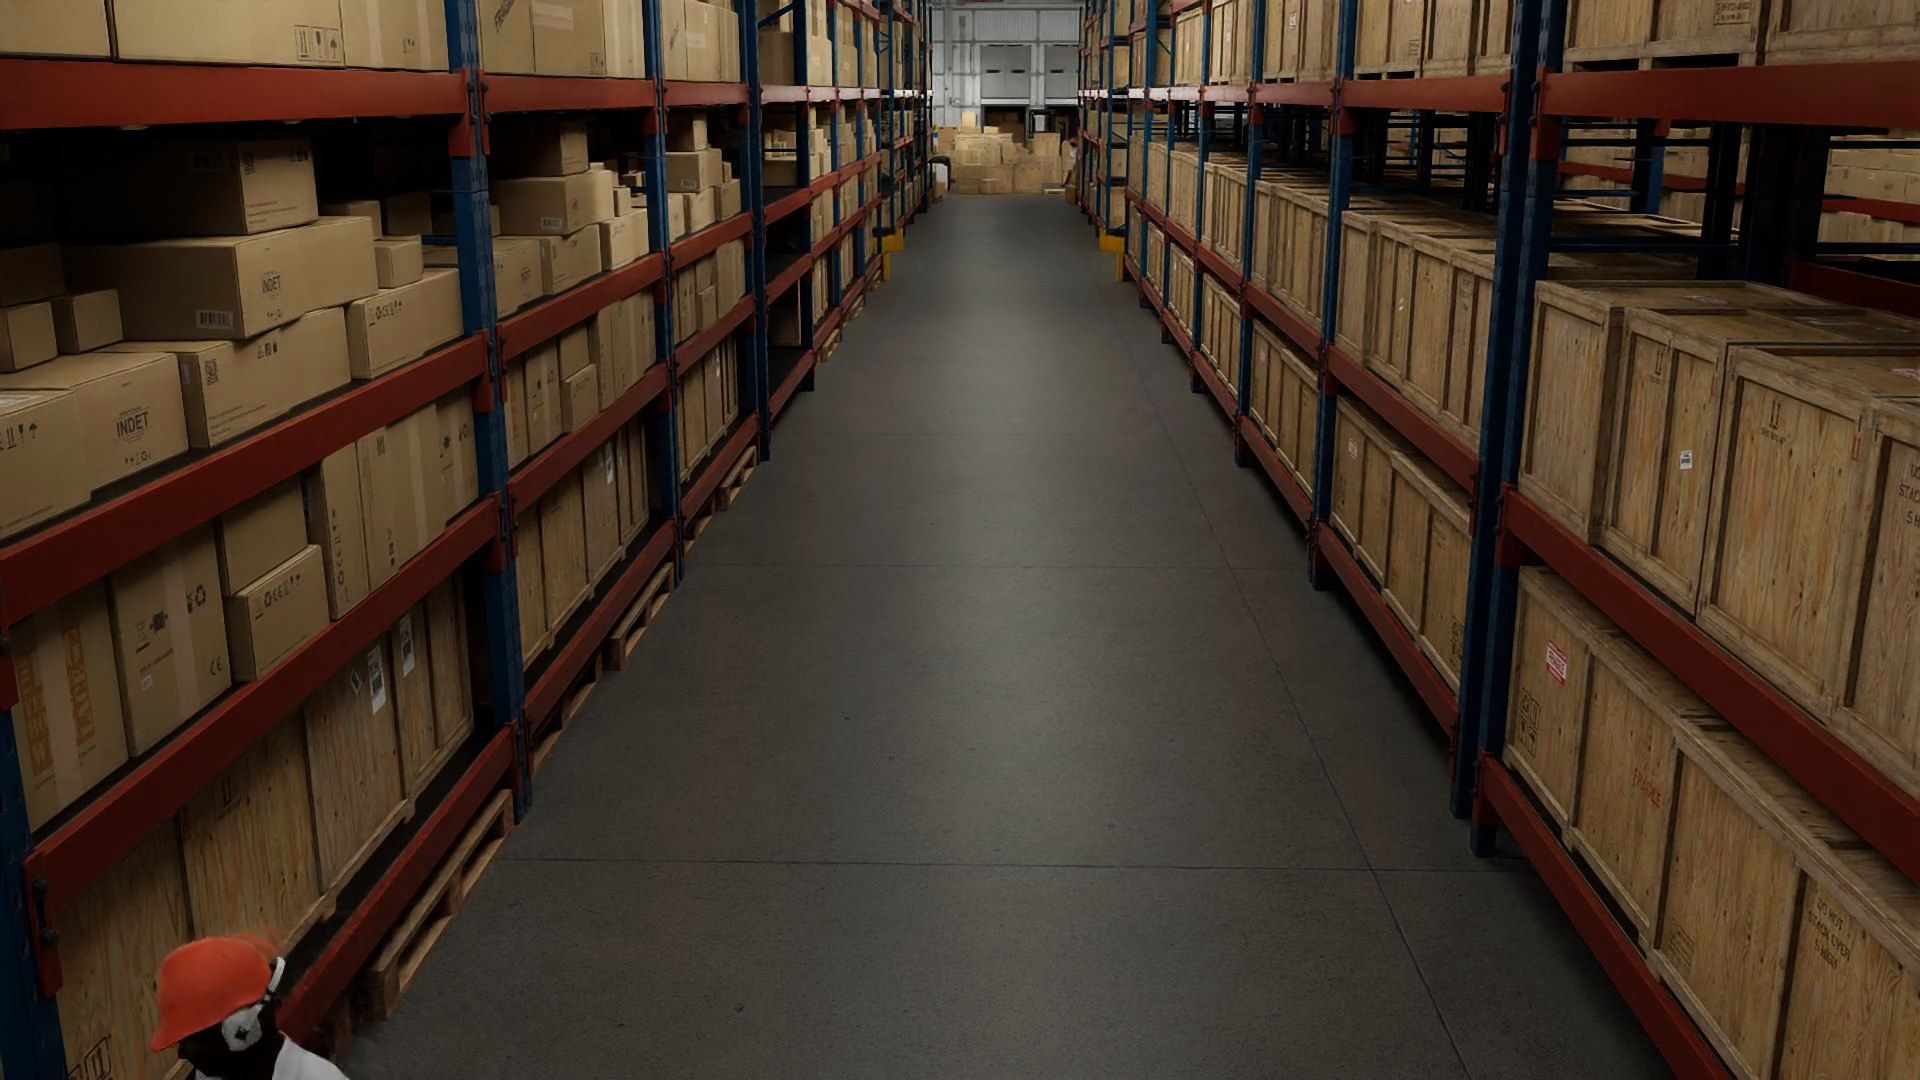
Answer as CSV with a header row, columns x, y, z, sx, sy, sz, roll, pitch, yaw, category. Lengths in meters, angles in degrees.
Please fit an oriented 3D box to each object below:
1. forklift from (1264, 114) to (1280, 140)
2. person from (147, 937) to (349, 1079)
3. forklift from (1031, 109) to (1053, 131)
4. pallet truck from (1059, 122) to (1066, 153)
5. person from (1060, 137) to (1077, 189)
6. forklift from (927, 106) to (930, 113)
x,y,z,sx,sy,sz,roll,pitch,yaw,category
11.025,-13.978,59.800,1.129,2.768,1.873,0,15,2,forklift
-1.462,1.668,3.821,0.589,1.705,0.731,8,17,27,person
3.409,-16.577,69.471,1.129,2.768,1.873,0,15,2,forklift
5.788,-21.111,88.014,1.885,1.965,0.823,5,16,18,pallet truck
4.219,-13.934,61.543,1.039,1.881,0.560,-8,17,-26,person
-2.001,-20.667,84.687,1.129,2.768,1.873,0,15,2,forklift
